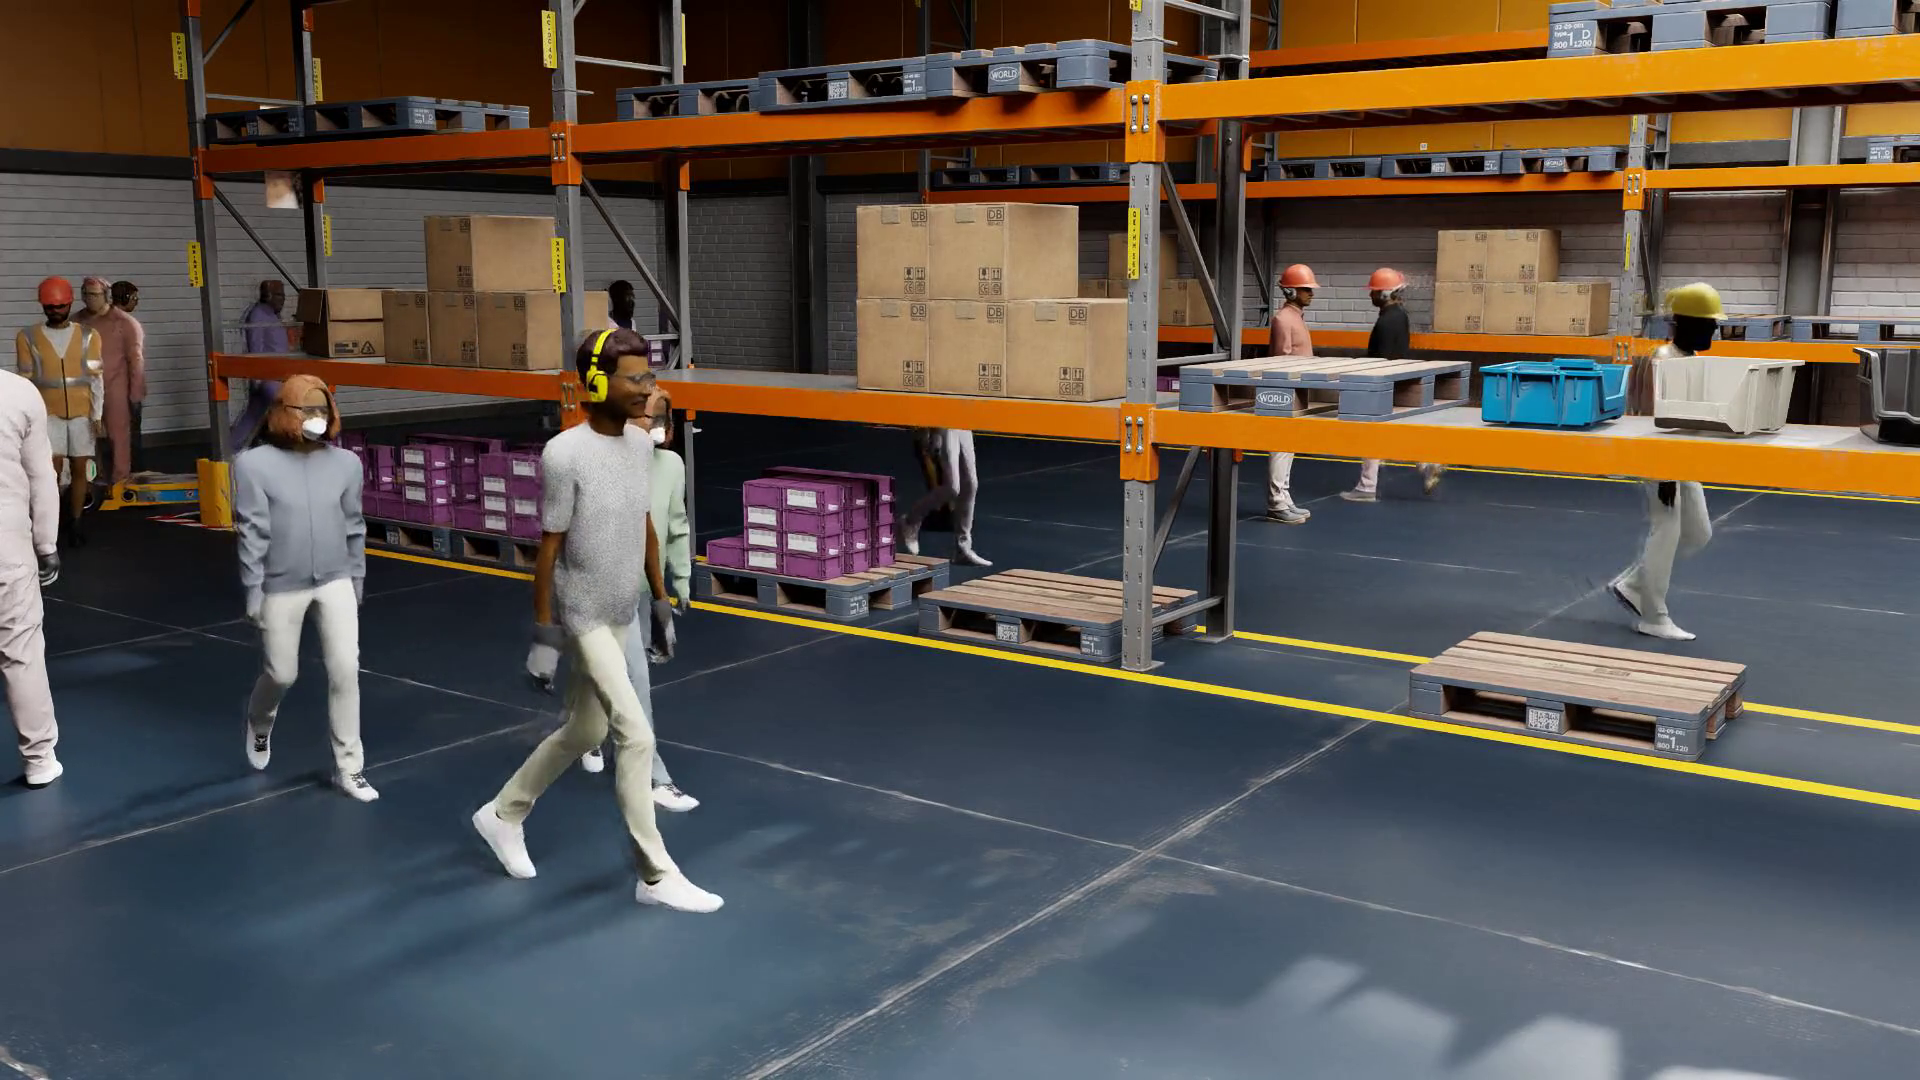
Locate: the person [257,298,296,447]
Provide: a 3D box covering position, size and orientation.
[{"bbox_3d":[-7.158,-1.729,17.461,0.533,1.668,0.817,2,10,13],"label":"person"}]

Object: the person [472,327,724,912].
[{"bbox_3d":[-1.195,0.240,5.258,0.913,1.834,0.523,4,10,20],"label":"person"}]

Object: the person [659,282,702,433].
[{"bbox_3d":[-3.316,-2.217,19.581,0.369,1.927,0.587,-8,13,-40],"label":"person"}]

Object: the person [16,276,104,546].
[{"bbox_3d":[-6.337,-0.899,11.787,0.536,1.913,0.460,-6,11,-33],"label":"person"}]

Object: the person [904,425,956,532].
[{"bbox_3d":[-0.261,-1.011,12.411,0.608,1.917,0.581,4,10,23],"label":"person"}]

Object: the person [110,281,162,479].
[{"bbox_3d":[-7.678,-1.458,15.327,0.506,1.839,0.350,7,12,36],"label":"person"}]

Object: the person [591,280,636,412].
[{"bbox_3d":[-3.066,-1.326,14.490,0.944,1.868,0.606,3,10,19],"label":"person"}]

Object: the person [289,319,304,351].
[{"bbox_3d":[-7.277,-1.925,18.730,0.519,1.633,0.311,-4,10,-24],"label":"person"}]

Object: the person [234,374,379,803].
[{"bbox_3d":[-2.508,0.168,6.317,0.506,1.608,0.694,-9,13,-42],"label":"person"}]

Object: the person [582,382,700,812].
[{"bbox_3d":[-1.298,0.182,6.300,0.830,1.594,0.538,7,12,38],"label":"person"}]

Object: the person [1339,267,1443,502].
[{"bbox_3d":[3.616,-1.280,13.868,0.746,1.974,0.627,6,11,30],"label":"person"}]

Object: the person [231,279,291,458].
[{"bbox_3d":[-6.793,-1.619,16.286,1.021,1.852,0.653,-2,10,-10],"label":"person"}]

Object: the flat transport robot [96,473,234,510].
[{"bbox_3d":[-6.377,-0.420,13.798,1.431,0.197,0.652,-3,10,-18],"label":"flat transport robot"}]

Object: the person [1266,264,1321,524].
[{"bbox_3d":[2.573,-1.127,12.886,0.392,1.992,0.623,4,10,20],"label":"person"}]

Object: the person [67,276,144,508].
[{"bbox_3d":[-7.016,-1.207,13.635,0.674,1.903,0.419,0,10,-1],"label":"person"}]

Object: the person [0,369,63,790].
[{"bbox_3d":[-3.738,0.031,6.255,0.639,1.909,0.406,-6,11,-33],"label":"person"}]

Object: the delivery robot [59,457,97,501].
[{"bbox_3d":[-7.269,-0.510,13.214,0.707,0.478,0.477,-6,11,-33],"label":"delivery robot"}]

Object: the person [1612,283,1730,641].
[{"bbox_3d":[3.809,-0.408,8.871,0.441,1.909,0.593,8,13,41],"label":"person"}]

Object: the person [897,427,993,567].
[{"bbox_3d":[-0.092,-0.737,10.994,0.579,1.850,0.537,7,12,34],"label":"person"}]

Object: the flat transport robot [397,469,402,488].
[{"bbox_3d":[-4.992,-0.473,14.116,1.431,0.197,0.652,-3,10,-18],"label":"flat transport robot"}]
